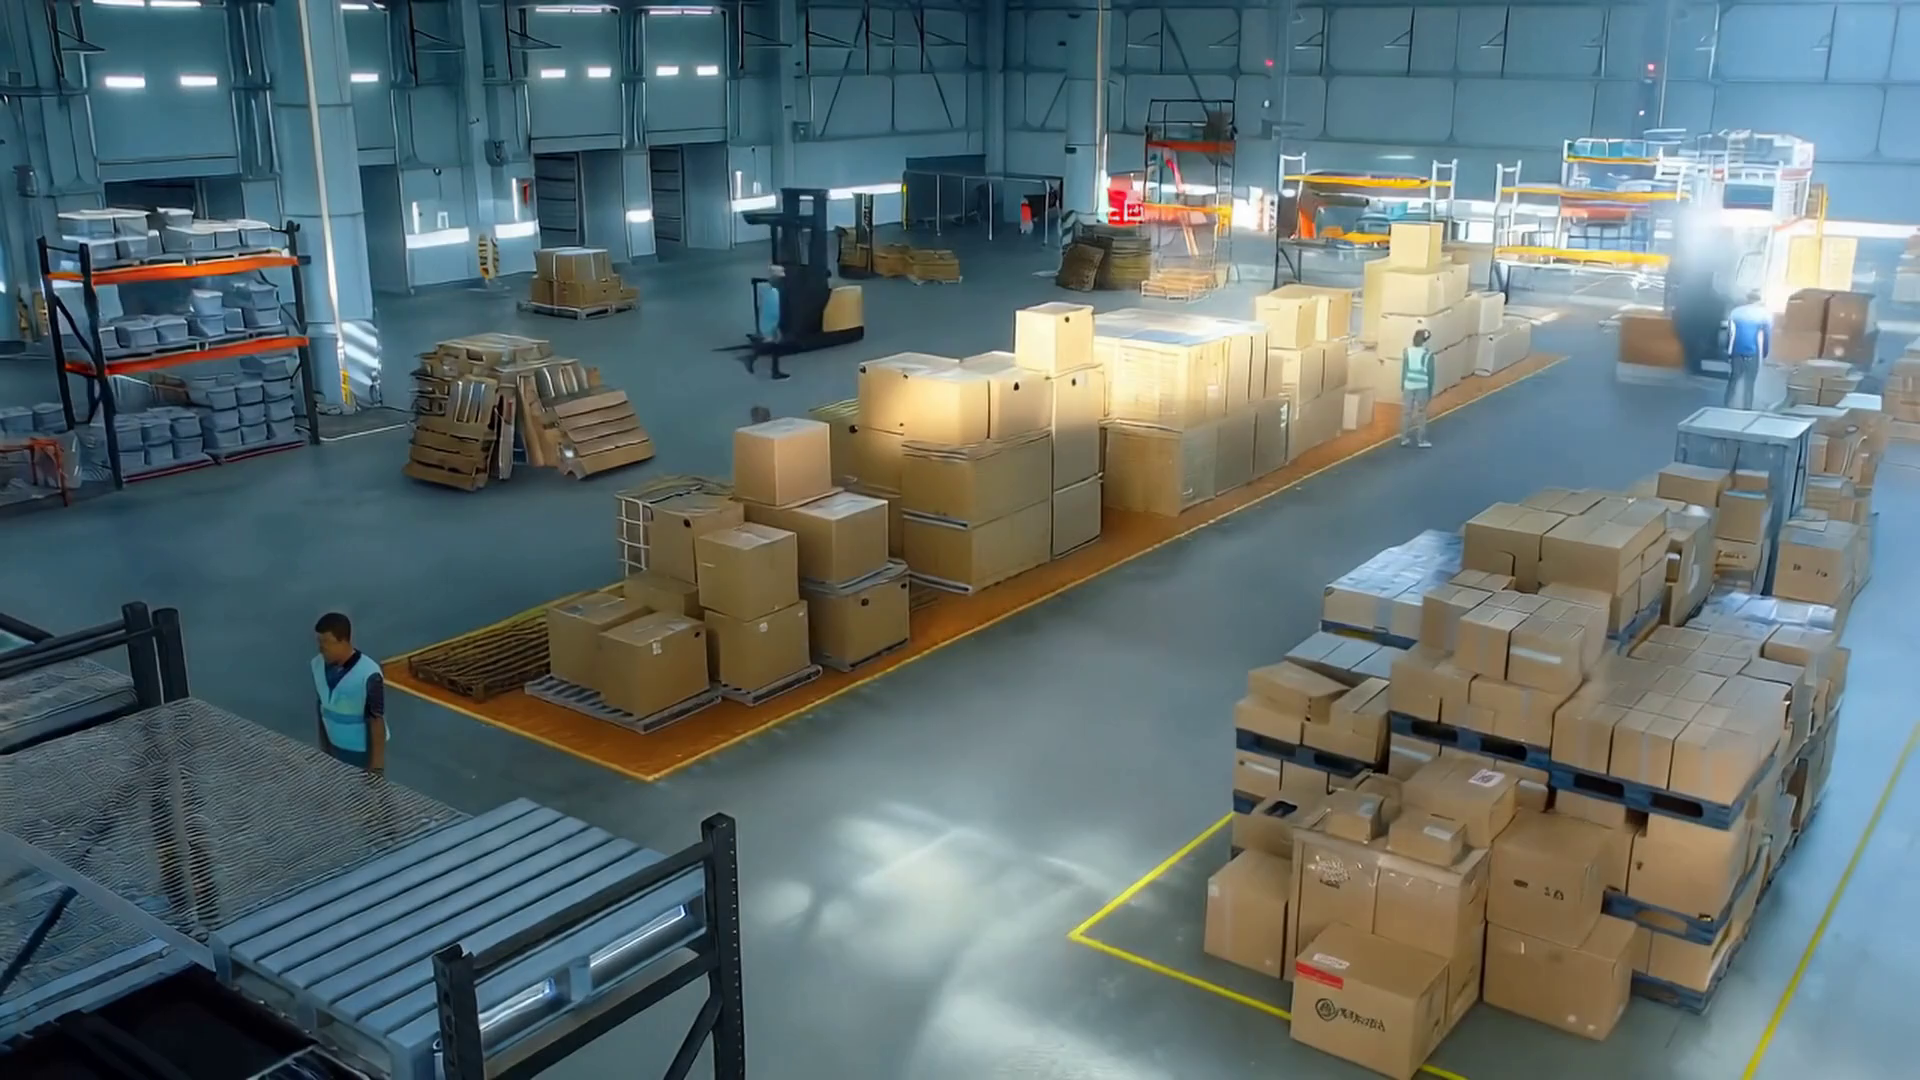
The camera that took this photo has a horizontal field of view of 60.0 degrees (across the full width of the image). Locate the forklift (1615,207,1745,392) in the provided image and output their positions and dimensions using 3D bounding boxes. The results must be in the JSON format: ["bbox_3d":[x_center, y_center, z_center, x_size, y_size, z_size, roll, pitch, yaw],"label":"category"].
[{"bbox_3d":[11.789,-3.931,26.792,1.873,2.768,1.129,12,21,35],"label":"forklift"}]

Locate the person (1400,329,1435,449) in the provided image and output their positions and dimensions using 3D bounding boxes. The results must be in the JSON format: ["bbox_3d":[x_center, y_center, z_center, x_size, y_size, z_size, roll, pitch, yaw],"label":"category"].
[{"bbox_3d":[6.253,-2.069,22.739,0.310,1.640,0.514,-14,22,-39],"label":"person"}]

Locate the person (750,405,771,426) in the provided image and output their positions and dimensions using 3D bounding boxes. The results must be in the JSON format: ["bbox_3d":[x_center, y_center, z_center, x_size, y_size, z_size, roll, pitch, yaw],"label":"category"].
[{"bbox_3d":[-2.153,-0.502,17.232,0.992,1.841,0.580,12,20,34],"label":"person"}]

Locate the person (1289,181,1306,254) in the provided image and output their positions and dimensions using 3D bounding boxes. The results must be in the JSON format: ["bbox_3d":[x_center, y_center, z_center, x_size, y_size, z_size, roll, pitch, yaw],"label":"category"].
[{"bbox_3d":[8.812,-8.438,43.322,0.364,1.936,0.635,-1,17,-3],"label":"person"}]

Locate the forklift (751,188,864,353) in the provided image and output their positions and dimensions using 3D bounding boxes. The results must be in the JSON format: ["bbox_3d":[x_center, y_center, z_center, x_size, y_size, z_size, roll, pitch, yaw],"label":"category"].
[{"bbox_3d":[-2.759,-4.936,30.119,1.129,2.768,1.873,15,23,41],"label":"forklift"}]

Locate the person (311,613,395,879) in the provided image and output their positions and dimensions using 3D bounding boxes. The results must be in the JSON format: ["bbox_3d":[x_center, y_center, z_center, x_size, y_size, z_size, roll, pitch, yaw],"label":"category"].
[{"bbox_3d":[-3.971,1.367,10.909,0.591,1.909,0.409,9,19,28],"label":"person"}]

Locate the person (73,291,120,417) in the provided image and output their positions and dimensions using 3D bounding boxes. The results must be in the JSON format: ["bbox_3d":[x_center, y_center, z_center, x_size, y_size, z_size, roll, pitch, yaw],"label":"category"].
[{"bbox_3d":[-12.826,-2.766,24.656,0.545,1.884,1.009,-15,22,-40],"label":"person"}]

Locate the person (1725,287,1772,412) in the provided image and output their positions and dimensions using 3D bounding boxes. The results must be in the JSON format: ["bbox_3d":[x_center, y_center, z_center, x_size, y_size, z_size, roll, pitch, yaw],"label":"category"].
[{"bbox_3d":[11.598,-2.762,24.522,0.355,1.938,0.637,-15,22,-41],"label":"person"}]

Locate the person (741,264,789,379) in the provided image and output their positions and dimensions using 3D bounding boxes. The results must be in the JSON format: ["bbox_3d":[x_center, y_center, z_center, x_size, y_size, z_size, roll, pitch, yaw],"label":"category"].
[{"bbox_3d":[-3.176,-3.565,27.274,0.732,1.900,0.553,-5,18,-17],"label":"person"}]

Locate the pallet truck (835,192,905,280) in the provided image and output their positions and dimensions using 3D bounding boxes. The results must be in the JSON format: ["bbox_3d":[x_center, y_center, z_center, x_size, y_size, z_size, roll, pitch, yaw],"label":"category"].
[{"bbox_3d":[-1.936,-7.159,38.982,1.885,1.965,0.823,-12,21,-34],"label":"pallet truck"}]
